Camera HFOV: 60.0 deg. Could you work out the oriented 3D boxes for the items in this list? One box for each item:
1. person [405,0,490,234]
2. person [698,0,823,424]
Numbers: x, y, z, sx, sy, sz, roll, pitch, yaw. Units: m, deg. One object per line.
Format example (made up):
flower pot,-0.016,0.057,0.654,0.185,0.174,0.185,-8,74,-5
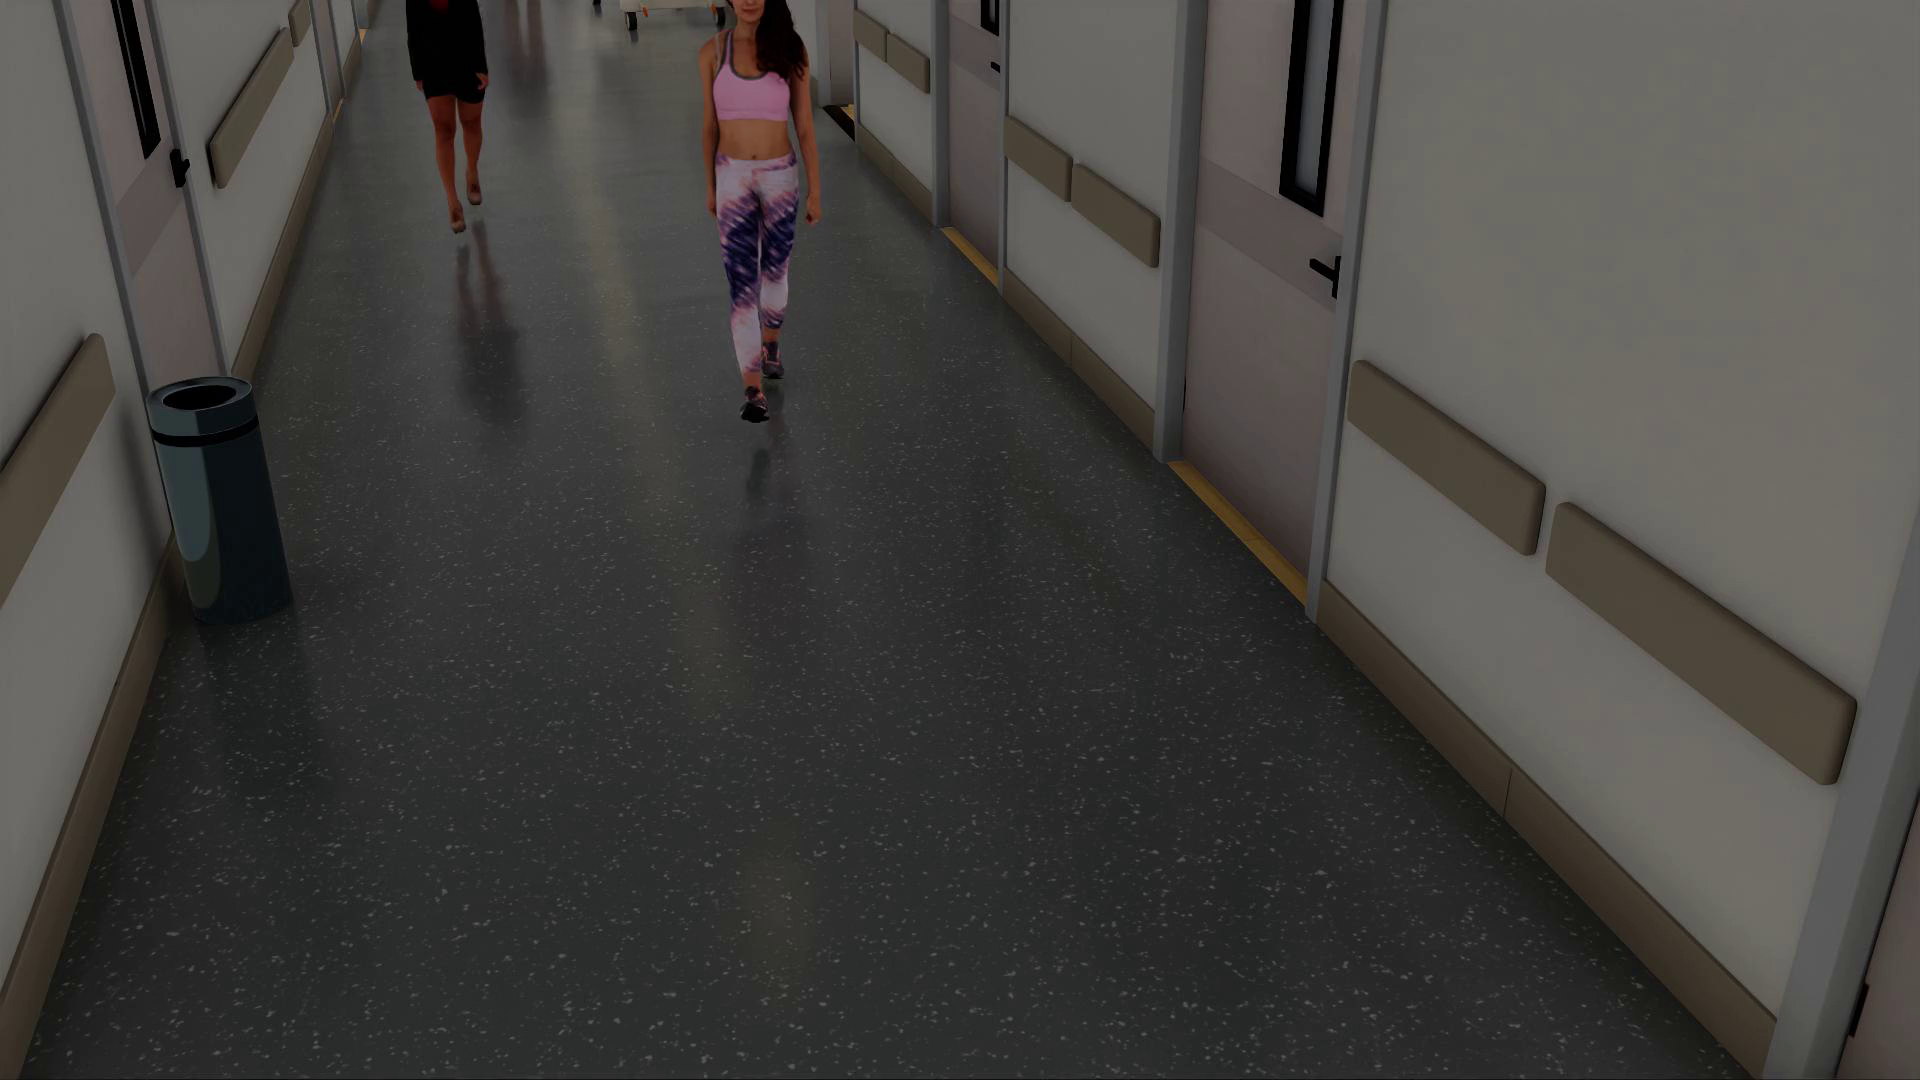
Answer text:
person,-2.796,-2.553,9.198,0.940,1.594,0.642,-8,27,-16
person,-0.800,-1.381,6.633,1.147,1.712,0.777,-3,26,-7
